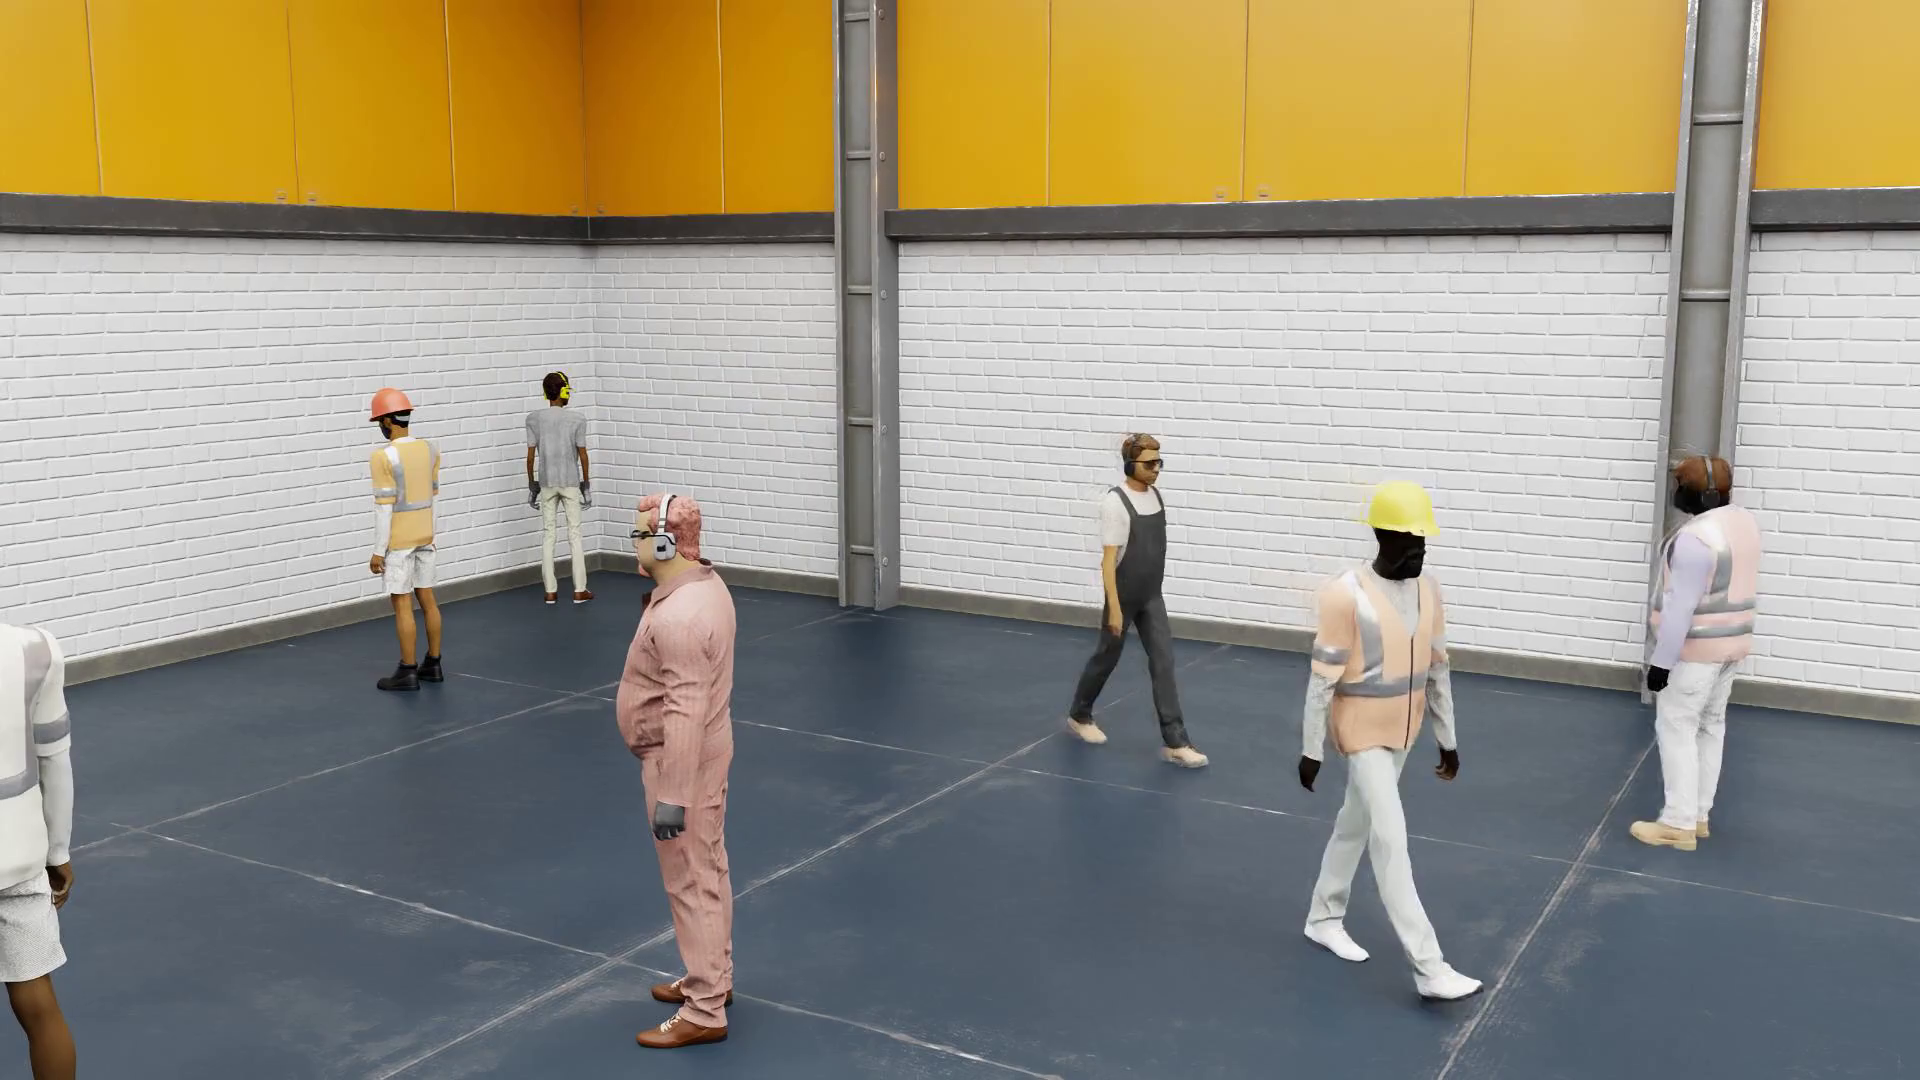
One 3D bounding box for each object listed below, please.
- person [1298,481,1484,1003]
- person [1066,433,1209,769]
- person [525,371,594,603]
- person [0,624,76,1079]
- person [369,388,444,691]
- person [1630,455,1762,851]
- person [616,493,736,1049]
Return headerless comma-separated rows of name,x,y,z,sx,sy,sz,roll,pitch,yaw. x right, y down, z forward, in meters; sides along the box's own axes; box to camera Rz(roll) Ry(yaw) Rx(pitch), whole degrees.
person,1.639,0.729,6.128,0.617,1.882,0.959,-7,11,-37
person,0.928,0.306,9.094,0.530,1.799,0.980,-8,12,-41
person,-3.221,-0.416,13.368,0.512,1.866,0.330,0,9,-1
person,-2.746,0.905,4.572,0.387,2.041,0.605,5,10,29
person,-3.547,-0.001,10.581,0.371,1.928,0.543,4,10,23
person,3.406,0.519,7.674,0.673,1.828,0.430,-7,12,-38
person,-0.976,0.785,5.743,0.403,1.906,0.652,0,9,-1
